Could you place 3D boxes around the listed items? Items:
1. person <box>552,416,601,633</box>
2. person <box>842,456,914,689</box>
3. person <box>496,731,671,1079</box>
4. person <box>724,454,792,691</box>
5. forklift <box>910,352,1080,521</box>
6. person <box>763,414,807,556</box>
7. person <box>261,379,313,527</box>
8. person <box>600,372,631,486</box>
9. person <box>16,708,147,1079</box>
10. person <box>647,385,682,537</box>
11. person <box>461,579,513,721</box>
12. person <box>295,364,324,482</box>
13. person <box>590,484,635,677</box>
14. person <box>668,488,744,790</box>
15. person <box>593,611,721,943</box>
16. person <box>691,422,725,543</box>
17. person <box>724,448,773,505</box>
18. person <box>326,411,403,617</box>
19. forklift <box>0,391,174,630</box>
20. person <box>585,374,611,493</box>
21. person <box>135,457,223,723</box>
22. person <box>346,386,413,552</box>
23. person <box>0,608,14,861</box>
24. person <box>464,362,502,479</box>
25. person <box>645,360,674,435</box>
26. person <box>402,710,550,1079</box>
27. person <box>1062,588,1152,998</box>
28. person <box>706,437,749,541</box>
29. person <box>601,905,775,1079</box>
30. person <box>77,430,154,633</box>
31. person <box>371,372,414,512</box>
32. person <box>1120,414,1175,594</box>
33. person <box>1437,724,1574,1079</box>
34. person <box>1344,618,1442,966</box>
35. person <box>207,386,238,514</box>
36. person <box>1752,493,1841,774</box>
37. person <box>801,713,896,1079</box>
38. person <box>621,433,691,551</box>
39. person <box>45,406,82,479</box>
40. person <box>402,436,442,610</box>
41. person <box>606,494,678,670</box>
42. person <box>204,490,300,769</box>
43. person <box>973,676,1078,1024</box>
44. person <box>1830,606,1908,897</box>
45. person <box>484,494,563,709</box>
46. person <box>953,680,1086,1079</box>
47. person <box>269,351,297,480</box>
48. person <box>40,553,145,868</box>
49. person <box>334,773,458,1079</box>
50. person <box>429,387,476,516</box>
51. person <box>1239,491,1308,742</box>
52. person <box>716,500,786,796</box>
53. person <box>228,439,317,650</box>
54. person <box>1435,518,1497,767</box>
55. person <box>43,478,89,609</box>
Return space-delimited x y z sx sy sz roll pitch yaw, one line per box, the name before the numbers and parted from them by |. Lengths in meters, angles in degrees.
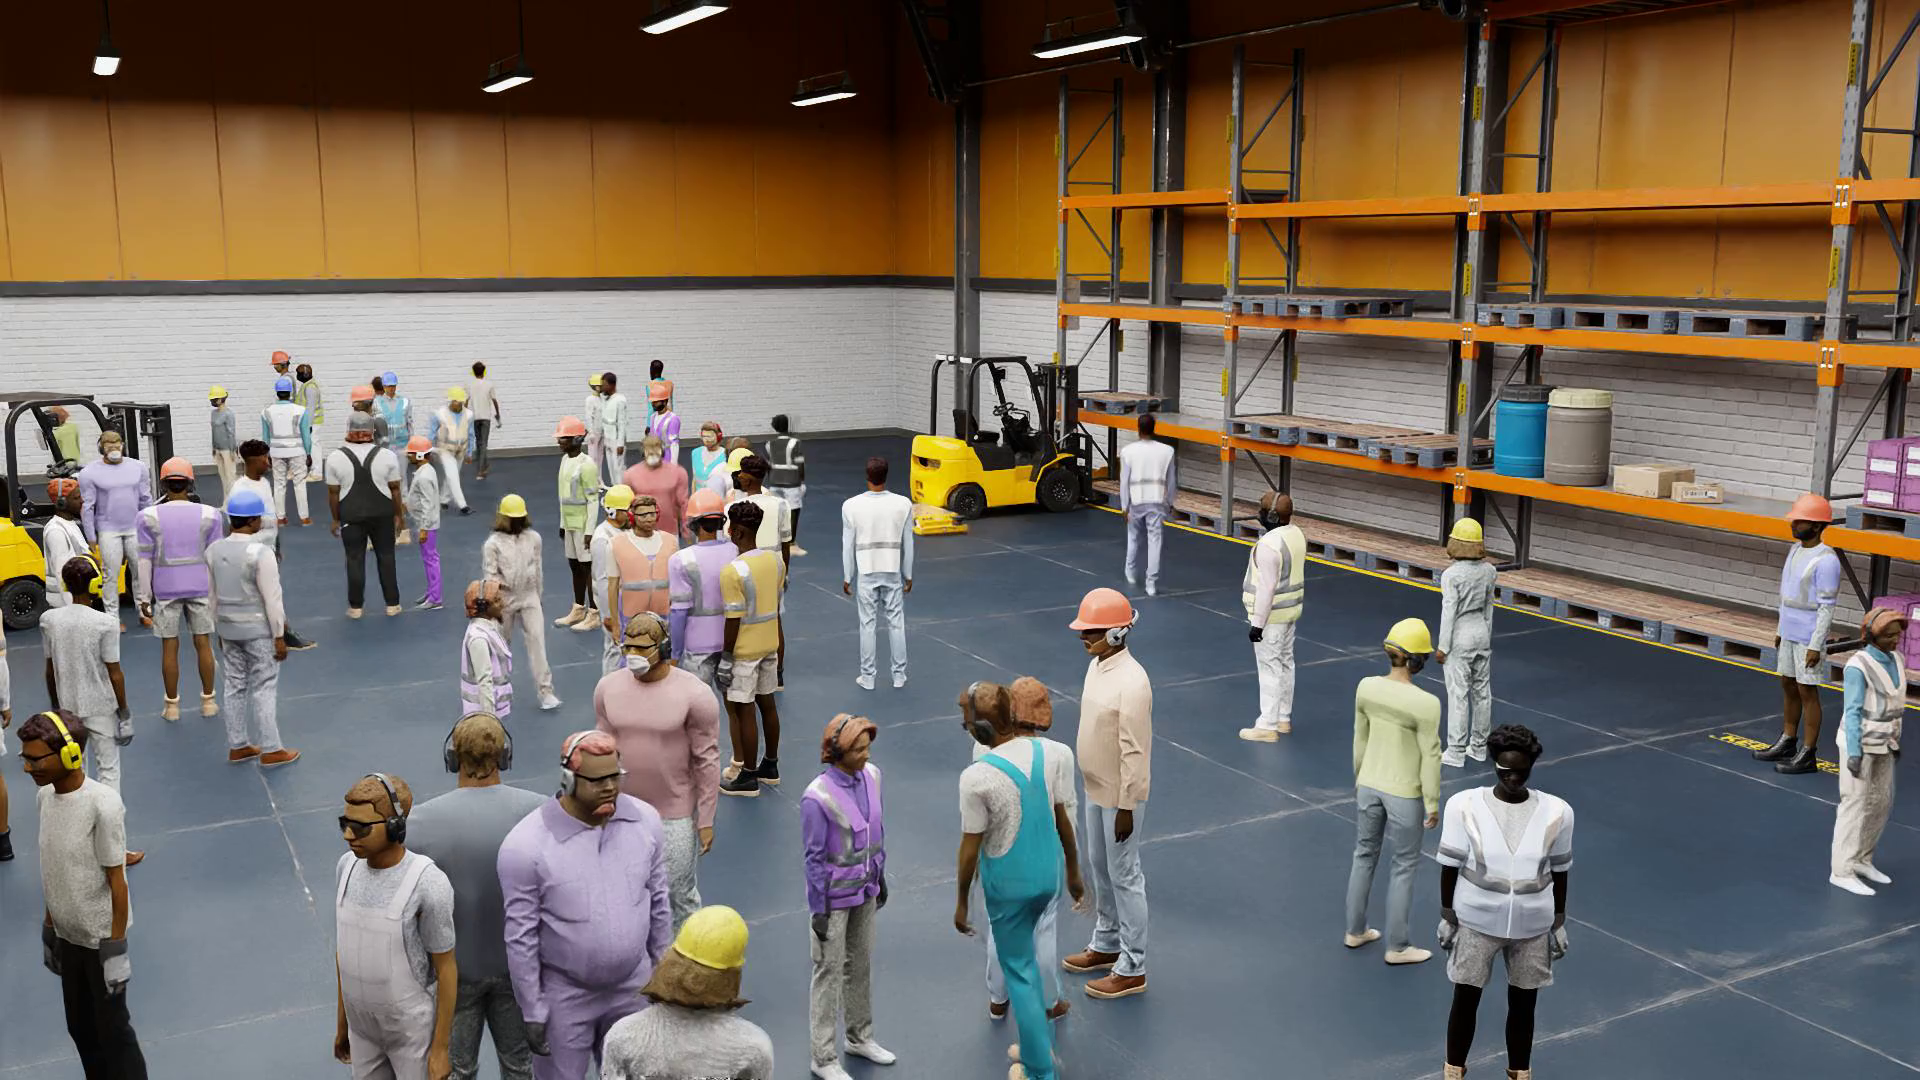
person | -3.628 -0.148 15.704 0.386 2.045 0.605 -8 12 -37
person | -0.670 0.273 13.640 0.590 1.920 0.398 -2 10 -9
person | -1.316 1.611 6.007 0.646 1.905 0.400 -8 13 -38
person | -1.645 0.281 13.458 0.607 1.966 0.367 -7 12 -34
forklift | 0.460 -1.461 22.833 2.313 2.155 1.214 -5 11 -28
person | -2.092 -0.638 19.610 0.616 1.677 0.355 6 11 29
person | -8.757 -1.130 21.675 0.608 1.939 0.415 -1 10 -5
person | -4.824 -1.378 23.198 0.430 1.906 0.641 -7 12 -35
person | -3.398 1.557 6.450 0.525 1.856 0.344 6 11 30
person | -3.714 -0.972 20.781 0.388 1.930 0.544 -9 14 -43
person | -2.841 1.043 10.014 0.306 1.640 0.522 -3 10 -15
person | -10.174 -1.833 26.009 0.430 1.838 0.625 -4 11 -24
person | -2.619 0.470 12.804 0.403 1.819 0.602 1 10 8
person | -1.654 0.673 10.978 0.605 2.045 0.377 -7 12 -36
person | -1.431 1.281 7.781 0.635 1.939 0.361 3 10 15
person | -2.557 -0.333 17.385 0.585 1.830 0.394 6 12 31
person | -1.824 0.162 14.300 0.581 1.919 0.393 9 13 42
person | -5.838 -0.260 16.361 0.693 2.000 0.537 -3 10 -18
forklift | -9.026 -0.363 16.508 1.214 2.155 2.313 6 11 29
person | -5.397 -1.596 24.838 0.320 1.769 0.523 3 10 16
person | -5.941 0.378 12.727 0.612 2.031 0.403 -6 11 -30
person | -7.040 -0.858 19.978 0.888 1.985 0.620 -7 12 -35
person | -5.824 0.962 9.657 0.550 1.925 0.390 -9 13 -43
person | -7.605 -1.920 26.541 0.522 1.821 0.949 0 10 3
person | -4.638 -1.827 25.730 0.391 1.920 0.587 5 11 27
person | -1.741 1.575 6.128 0.637 1.930 0.371 -5 11 -25
person | 0.720 1.209 8.074 0.399 1.987 0.604 -3 10 -16
person | -2.148 -0.074 15.905 0.430 1.831 0.640 6 11 29
person | -0.790 1.920 4.778 0.527 1.697 0.562 -1 10 -5
person | -7.917 -0.078 15.659 0.635 1.927 0.377 -10 14 -44
person | -7.781 -1.333 22.801 0.602 1.949 0.388 -6 12 -33
person | 1.988 -0.405 17.708 0.606 1.863 1.015 0 10 0
person | 2.222 1.569 6.817 0.540 1.697 0.316 2 10 9
person | 2.214 1.261 8.423 0.348 1.759 0.541 -7 12 -34
person | -10.109 -1.238 22.817 0.527 1.761 0.338 8 13 40
person | 5.787 0.641 11.457 0.353 1.942 0.545 0 10 -1
person | -0.499 1.538 7.189 0.315 1.632 0.523 6 12 32
person | -2.869 -0.077 15.692 0.628 1.911 0.854 -3 10 -18
person | -11.661 -0.990 21.803 0.715 1.598 0.531 4 11 21
person | -5.388 -0.176 16.701 0.327 1.752 0.561 -3 10 -17
person | -2.303 0.572 12.127 0.563 1.848 0.390 -7 12 -37
person | -4.929 0.620 11.565 0.614 1.944 0.403 4 11 23
person | 0.301 1.439 7.750 0.505 1.631 0.278 3 10 19
person | 5.104 1.167 9.328 0.528 1.626 0.334 -7 12 -34
person | -3.477 0.481 13.081 0.486 1.695 0.871 -7 12 -34
person | 0.228 1.475 7.046 0.599 1.804 0.560 -8 13 -40
person | -10.586 -1.953 26.116 0.381 2.039 0.606 -4 11 -22
person | -5.025 1.003 9.613 0.506 1.864 0.332 2 10 10
person | -1.947 1.689 5.708 0.504 1.844 0.345 5 11 25
person | -6.933 -1.213 22.705 0.591 1.764 0.959 -10 14 -44
person | 2.292 0.557 12.226 0.429 1.846 0.625 6 12 32
person | -1.395 0.708 10.999 0.367 1.966 0.607 5 11 27
person | -6.314 0.040 14.983 0.920 1.927 0.625 0 10 -2
person | 3.516 0.711 11.626 0.486 1.744 0.311 -5 11 -29
person | -6.731 0.467 12.632 0.355 1.883 0.575 -4 11 -23
